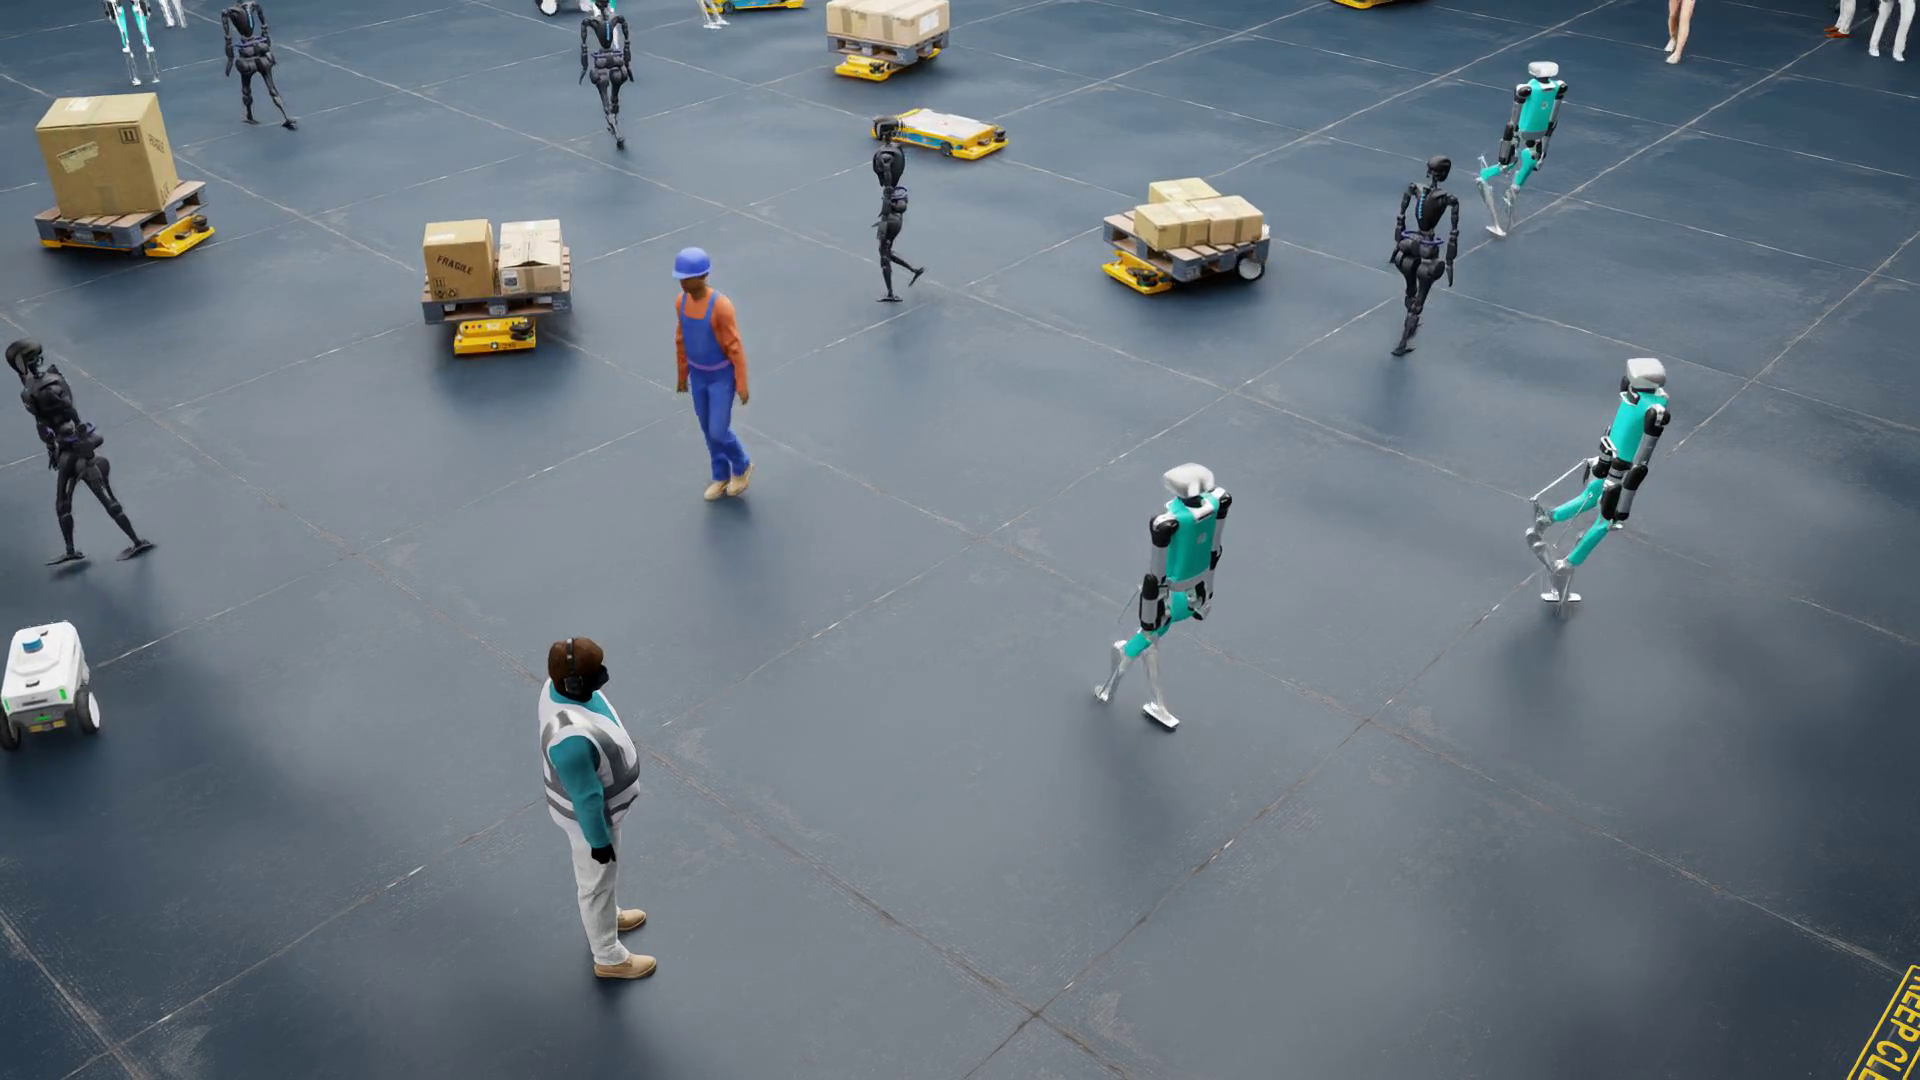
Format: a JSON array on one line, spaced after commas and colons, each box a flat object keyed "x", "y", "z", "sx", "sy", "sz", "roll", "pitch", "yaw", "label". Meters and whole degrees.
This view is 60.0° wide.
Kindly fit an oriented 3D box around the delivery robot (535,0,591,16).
[{"x": -5.570, "y": -7.637, "z": 23.181, "sx": 0.770, "sy": 0.595, "sz": 0.499, "roll": -11, "pitch": 33, "yaw": -17, "label": "delivery robot"}]

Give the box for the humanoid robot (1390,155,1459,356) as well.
[{"x": 3.826, "y": -2.361, "z": 13.636, "sx": 0.656, "sy": 1.634, "sz": 0.616, "roll": -26, "pitch": 40, "yaw": -35, "label": "humanoid robot"}]

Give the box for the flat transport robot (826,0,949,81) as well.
[{"x": -0.910, "y": -6.097, "z": 20.971, "sx": 0.659, "sy": 0.231, "sz": 1.431, "roll": 17, "pitch": 36, "yaw": 26, "label": "flat transport robot"}]

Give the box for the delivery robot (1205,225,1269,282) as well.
[{"x": 2.478, "y": -2.705, "z": 15.257, "sx": 0.815, "sy": 0.614, "sz": 0.499, "roll": 7, "pitch": 33, "yaw": 11, "label": "delivery robot"}]

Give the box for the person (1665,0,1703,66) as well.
[{"x": 9.135, "y": -6.999, "z": 20.959, "sx": 0.513, "sy": 1.822, "sz": 0.888, "roll": 25, "pitch": 39, "yaw": 34, "label": "person"}]

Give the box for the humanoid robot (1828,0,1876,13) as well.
[{"x": 12.482, "y": -8.047, "z": 22.829, "sx": 0.790, "sy": 1.630, "sz": 0.614, "roll": -14, "pitch": 34, "yaw": -21, "label": "humanoid robot"}]

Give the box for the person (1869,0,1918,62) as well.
[{"x": 11.848, "y": -6.840, "z": 20.893, "sx": 0.542, "sy": 1.613, "sz": 0.671, "roll": 3, "pitch": 32, "yaw": 4, "label": "person"}]

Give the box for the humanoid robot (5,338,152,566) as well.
[{"x": -5.744, "y": -0.542, "z": 10.709, "sx": 0.609, "sy": 1.628, "sz": 0.669, "roll": 21, "pitch": 38, "yaw": 30, "label": "humanoid robot"}]

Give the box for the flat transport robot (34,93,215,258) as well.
[{"x": -7.963, "y": -2.963, "z": 15.925, "sx": 1.431, "sy": 0.231, "sz": 0.659, "roll": 7, "pitch": 32, "yaw": 11, "label": "flat transport robot"}]

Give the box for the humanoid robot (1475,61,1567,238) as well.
[{"x": 5.199, "y": -3.640, "z": 15.718, "sx": 0.536, "sy": 1.877, "sz": 0.732, "roll": -11, "pitch": 34, "yaw": -18, "label": "humanoid robot"}]

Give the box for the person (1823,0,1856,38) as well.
[{"x": 11.725, "y": -7.543, "z": 21.836, "sx": 0.366, "sy": 1.823, "sz": 0.510, "roll": 8, "pitch": 33, "yaw": 13, "label": "person"}]

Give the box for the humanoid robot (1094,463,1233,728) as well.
[{"x": 1.056, "y": 0.326, "z": 9.338, "sx": 0.543, "sy": 1.886, "sz": 0.805, "roll": -23, "pitch": 38, "yaw": -32, "label": "humanoid robot"}]

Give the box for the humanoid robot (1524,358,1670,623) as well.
[{"x": 3.818, "y": -0.233, "z": 10.247, "sx": 0.728, "sy": 1.902, "sz": 0.545, "roll": 0, "pitch": 32, "yaw": 0, "label": "humanoid robot"}]

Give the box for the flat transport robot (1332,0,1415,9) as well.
[{"x": 6.027, "y": -7.844, "z": 23.784, "sx": 1.431, "sy": 0.231, "sz": 0.659, "roll": -18, "pitch": 36, "yaw": -27, "label": "flat transport robot"}]

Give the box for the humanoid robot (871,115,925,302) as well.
[{"x": -0.558, "y": -2.859, "z": 14.431, "sx": 0.421, "sy": 1.645, "sz": 0.611, "roll": 1, "pitch": 32, "yaw": 1, "label": "humanoid robot"}]

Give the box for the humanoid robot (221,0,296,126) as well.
[{"x": -7.910, "y": -5.426, "z": 18.604, "sx": 0.769, "sy": 1.639, "sz": 0.600, "roll": 19, "pitch": 37, "yaw": 28, "label": "humanoid robot"}]

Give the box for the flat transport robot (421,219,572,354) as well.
[{"x": -3.957, "y": -2.009, "z": 14.389, "sx": 0.659, "sy": 0.231, "sz": 1.431, "roll": -6, "pitch": 32, "yaw": -10, "label": "flat transport robot"}]

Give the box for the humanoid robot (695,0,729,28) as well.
[{"x": -3.375, "y": -7.765, "z": 22.263, "sx": 0.661, "sy": 1.787, "sz": 0.531, "roll": 7, "pitch": 33, "yaw": 11, "label": "humanoid robot"}]

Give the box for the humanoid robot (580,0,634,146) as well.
[{"x": -3.844, "y": -5.157, "z": 18.179, "sx": 0.597, "sy": 1.651, "sz": 0.743, "roll": -16, "pitch": 35, "yaw": -23, "label": "humanoid robot"}]

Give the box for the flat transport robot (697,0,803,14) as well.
[{"x": -2.984, "y": -7.642, "z": 23.459, "sx": 1.431, "sy": 0.231, "sz": 0.659, "roll": -8, "pitch": 33, "yaw": -12, "label": "flat transport robot"}]

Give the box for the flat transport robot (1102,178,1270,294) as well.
[{"x": 2.076, "y": -2.589, "z": 15.323, "sx": 1.431, "sy": 0.231, "sz": 0.659, "roll": -19, "pitch": 36, "yaw": -27, "label": "flat transport robot"}]

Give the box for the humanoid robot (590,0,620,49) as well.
[{"x": -4.577, "y": -7.178, "z": 21.353, "sx": 0.542, "sy": 1.810, "sz": 0.760, "roll": -10, "pitch": 33, "yaw": -16, "label": "humanoid robot"}]

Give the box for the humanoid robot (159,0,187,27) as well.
[{"x": -10.676, "y": -7.641, "z": 22.140, "sx": 0.532, "sy": 1.862, "sz": 0.745, "roll": -10, "pitch": 33, "yaw": -16, "label": "humanoid robot"}]

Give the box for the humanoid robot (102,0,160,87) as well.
[{"x": -9.973, "y": -6.324, "z": 19.944, "sx": 0.531, "sy": 1.771, "sz": 0.702, "roll": -14, "pitch": 34, "yaw": -21, "label": "humanoid robot"}]

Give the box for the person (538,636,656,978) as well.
[{"x": -1.679, "y": 1.223, "z": 7.694, "sx": 0.430, "sy": 1.845, "sz": 0.619, "roll": -8, "pitch": 33, "yaw": -13, "label": "person"}]

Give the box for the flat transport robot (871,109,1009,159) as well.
[{"x": -0.224, "y": -4.508, "z": 18.413, "sx": 1.431, "sy": 0.231, "sz": 0.659, "roll": 21, "pitch": 38, "yaw": 30, "label": "flat transport robot"}]

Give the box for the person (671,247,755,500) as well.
[{"x": -1.704, "y": -1.114, "z": 11.400, "sx": 0.582, "sy": 1.901, "sz": 0.423, "roll": 19, "pitch": 36, "yaw": 27, "label": "person"}]

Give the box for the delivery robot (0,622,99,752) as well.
[{"x": -5.268, "y": 0.804, "z": 9.568, "sx": 0.499, "sy": 0.572, "sz": 0.747, "roll": -11, "pitch": 33, "yaw": -17, "label": "delivery robot"}]
